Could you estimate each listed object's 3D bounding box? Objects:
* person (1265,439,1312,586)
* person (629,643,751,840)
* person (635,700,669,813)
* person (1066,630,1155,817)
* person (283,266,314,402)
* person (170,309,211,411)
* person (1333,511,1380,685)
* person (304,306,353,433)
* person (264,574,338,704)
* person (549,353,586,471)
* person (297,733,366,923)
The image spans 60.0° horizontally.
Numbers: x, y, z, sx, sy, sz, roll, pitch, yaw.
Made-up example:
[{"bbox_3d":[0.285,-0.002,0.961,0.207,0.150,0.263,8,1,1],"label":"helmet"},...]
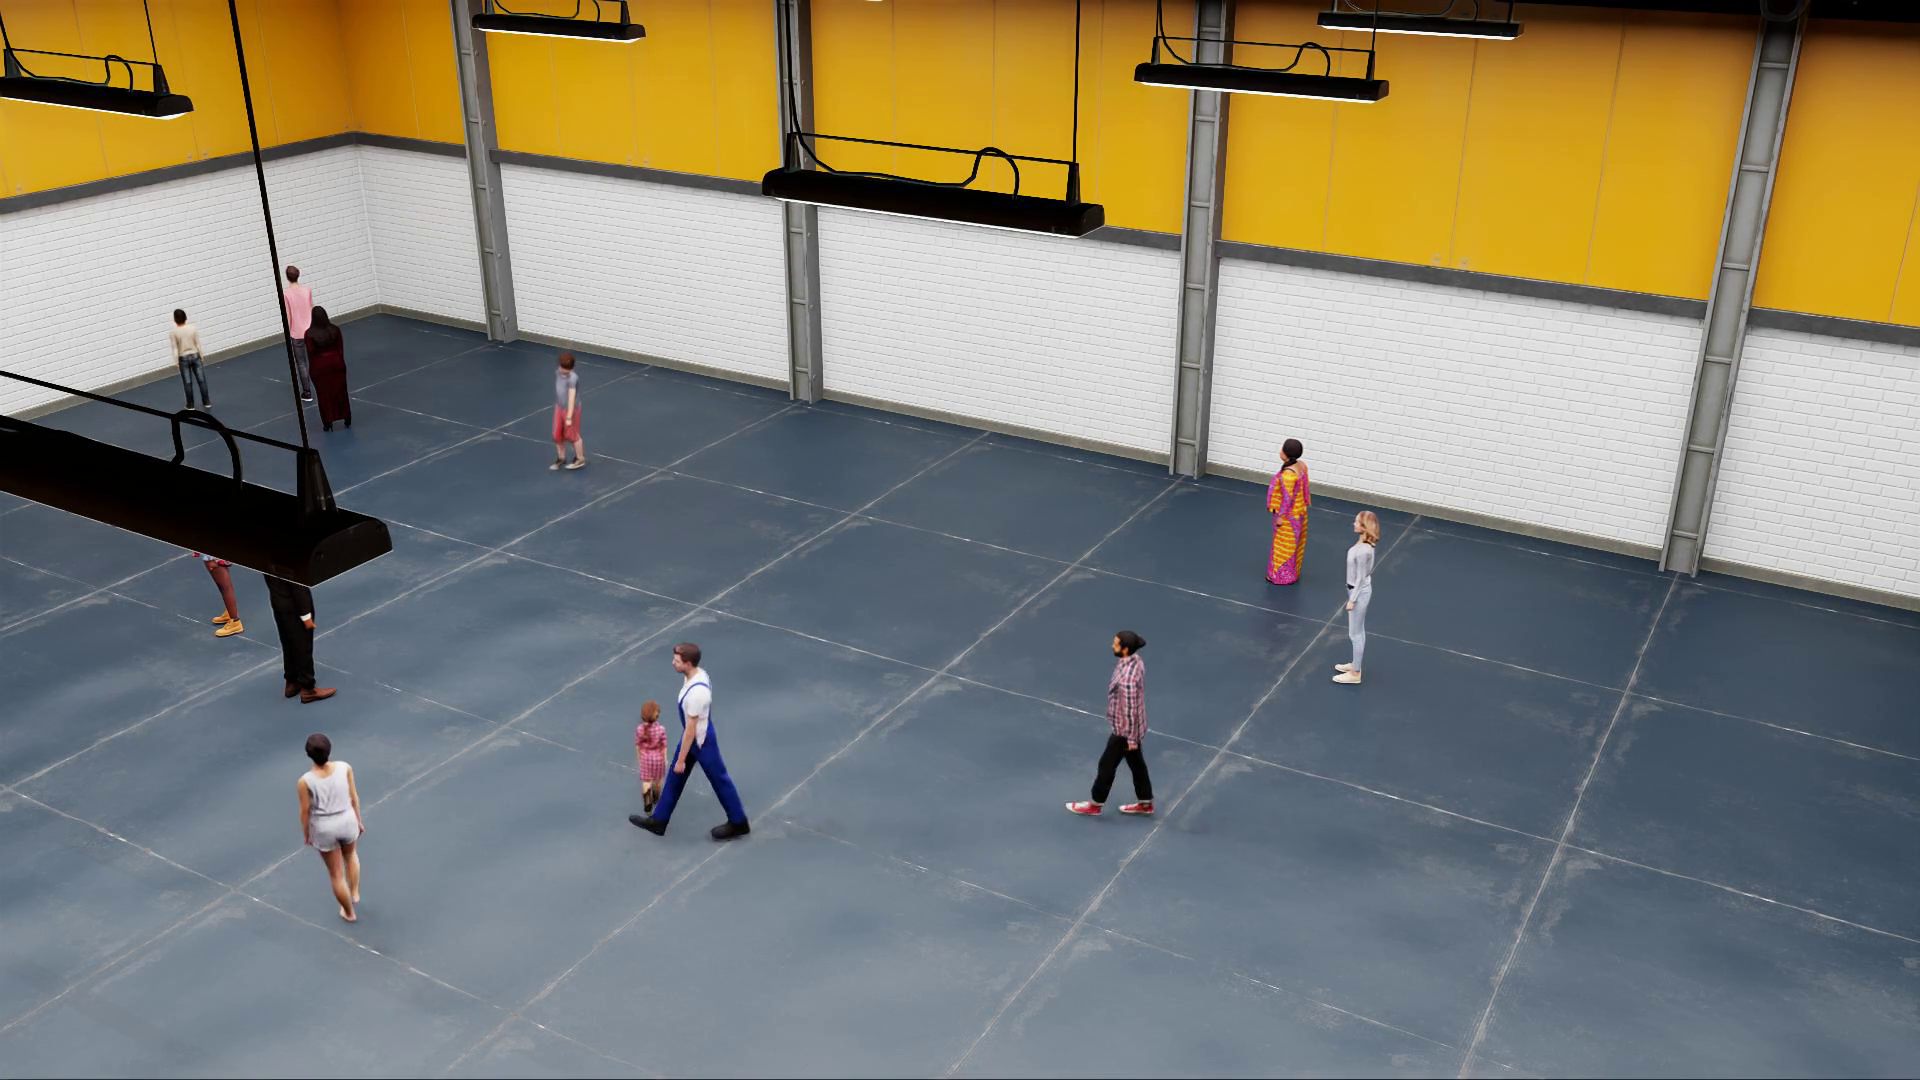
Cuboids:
[{"bbox_3d":[3.595,-0.349,18.286,0.647,1.687,0.638,12,26,25],"label":"person"},{"bbox_3d":[-2.012,1.668,13.522,1.266,1.807,1.124,-3,24,-7],"label":"person"},{"bbox_3d":[-2.618,1.848,14.104,0.639,1.011,0.645,0,24,0],"label":"person"},{"bbox_3d":[1.463,1.552,13.868,1.060,1.742,0.866,6,24,13],"label":"person"},{"bbox_3d":[-9.487,-2.988,23.985,0.599,1.957,0.676,19,30,37],"label":"person"},{"bbox_3d":[-10.956,-2.568,23.645,0.601,1.461,0.614,-17,29,-34],"label":"person"},{"bbox_3d":[3.863,0.544,16.107,0.578,1.796,0.628,8,25,17],"label":"person"},{"bbox_3d":[-8.660,-2.358,22.793,0.732,1.758,0.709,-19,30,-37],"label":"person"},{"bbox_3d":[-6.347,0.626,15.785,0.600,1.904,0.810,18,30,36],"label":"person"},{"bbox_3d":[-5.015,-1.661,21.390,0.775,1.604,0.699,-18,29,-36],"label":"person"},{"bbox_3d":[-4.698,2.203,12.559,0.694,1.597,0.758,-18,29,-35],"label":"person"}]
